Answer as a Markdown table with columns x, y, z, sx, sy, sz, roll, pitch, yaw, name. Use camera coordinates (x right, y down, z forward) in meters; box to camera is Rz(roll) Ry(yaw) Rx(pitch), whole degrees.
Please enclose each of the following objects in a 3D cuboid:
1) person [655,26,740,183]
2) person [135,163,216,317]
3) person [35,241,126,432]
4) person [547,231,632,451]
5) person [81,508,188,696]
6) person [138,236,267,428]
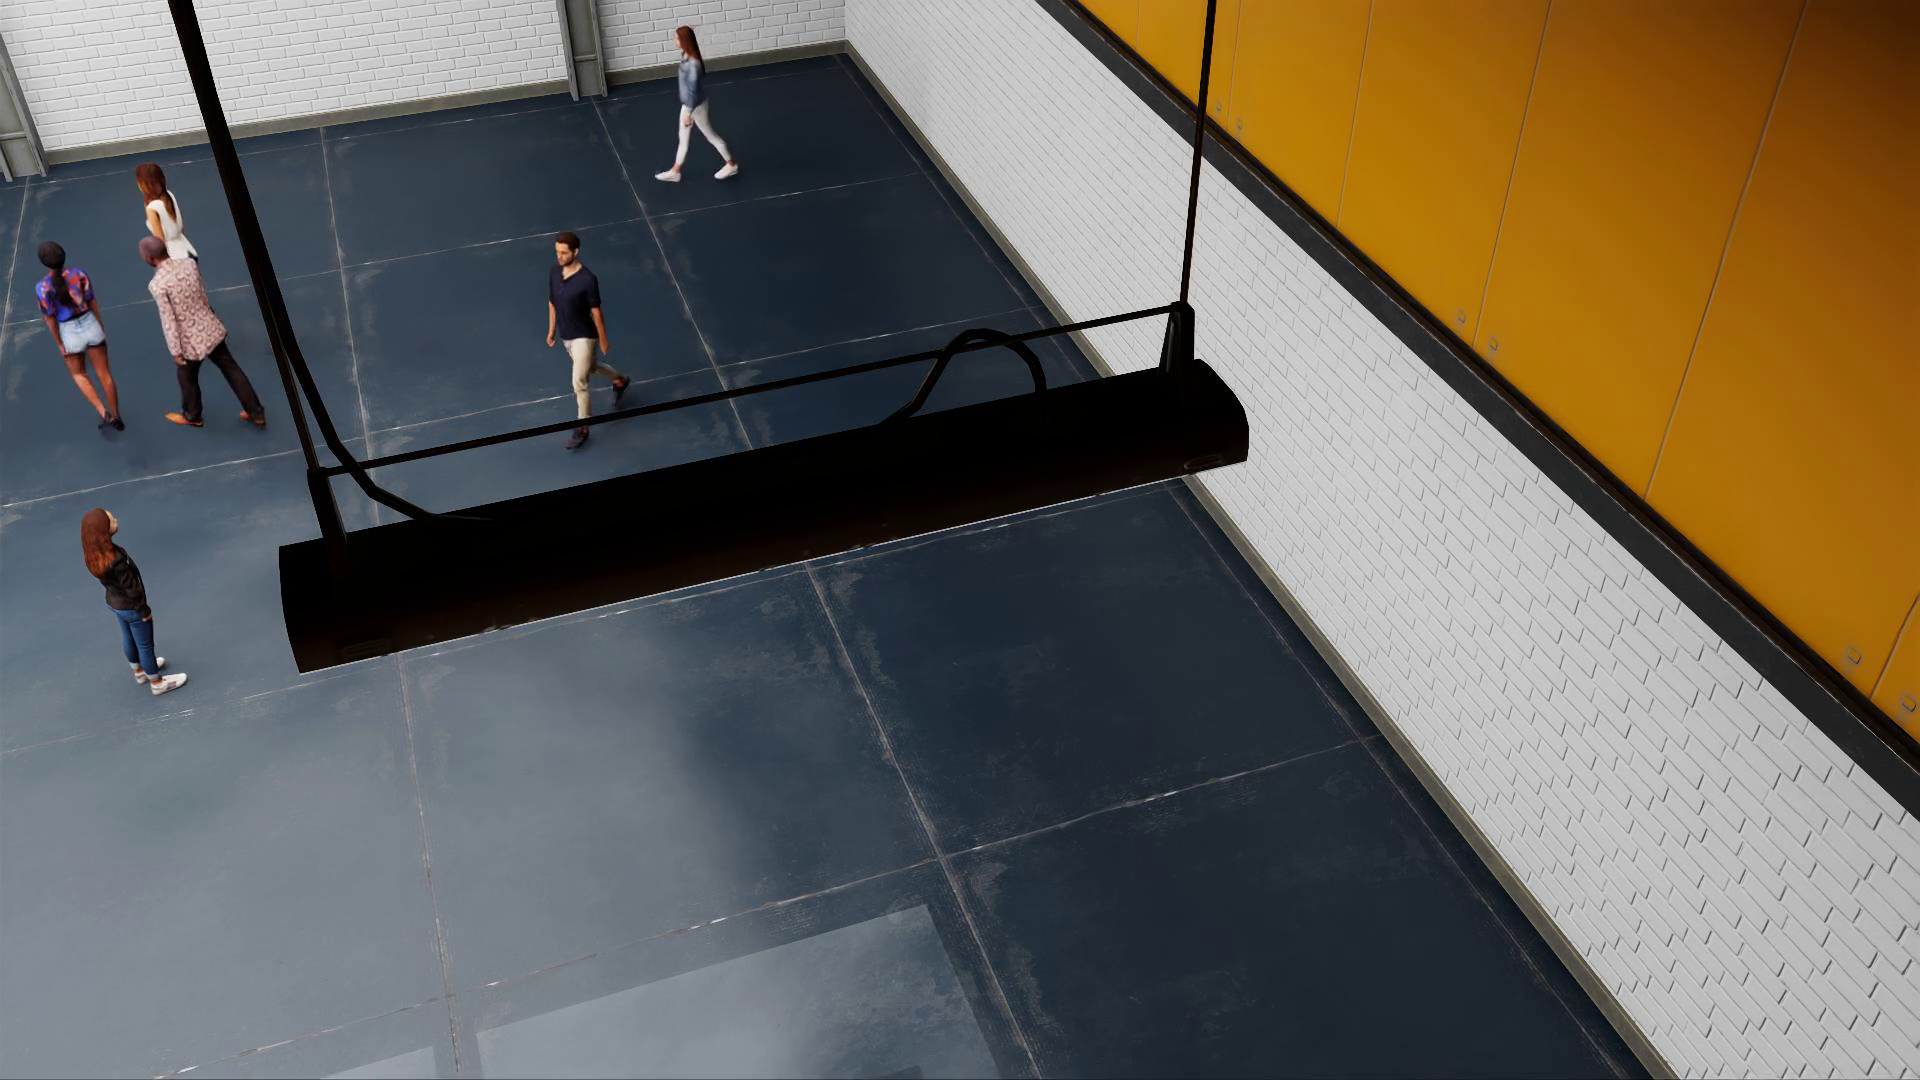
| x | y | z | sx | sy | sz | roll | pitch | yaw | name |
| --- | --- | --- | --- | --- | --- | --- | --- | --- | --- |
| -2.622 | -4.443 | 17.093 | 1.088 | 1.654 | 0.628 | -13 | 40 | -15 | person |
| -6.714 | -2.430 | 14.476 | 0.729 | 1.775 | 0.725 | 2 | 39 | 2 | person |
| -7.084 | -1.607 | 13.479 | 0.697 | 1.732 | 0.763 | -30 | 47 | -32 | person |
| -3.038 | -1.704 | 13.527 | 1.064 | 1.824 | 1.241 | 24 | 45 | 27 | person |
| -5.602 | 0.409 | 11.156 | 0.627 | 1.480 | 0.649 | 25 | 45 | 28 | person |
| -6.109 | -1.618 | 13.468 | 1.253 | 1.764 | 1.165 | 13 | 40 | 16 | person |
